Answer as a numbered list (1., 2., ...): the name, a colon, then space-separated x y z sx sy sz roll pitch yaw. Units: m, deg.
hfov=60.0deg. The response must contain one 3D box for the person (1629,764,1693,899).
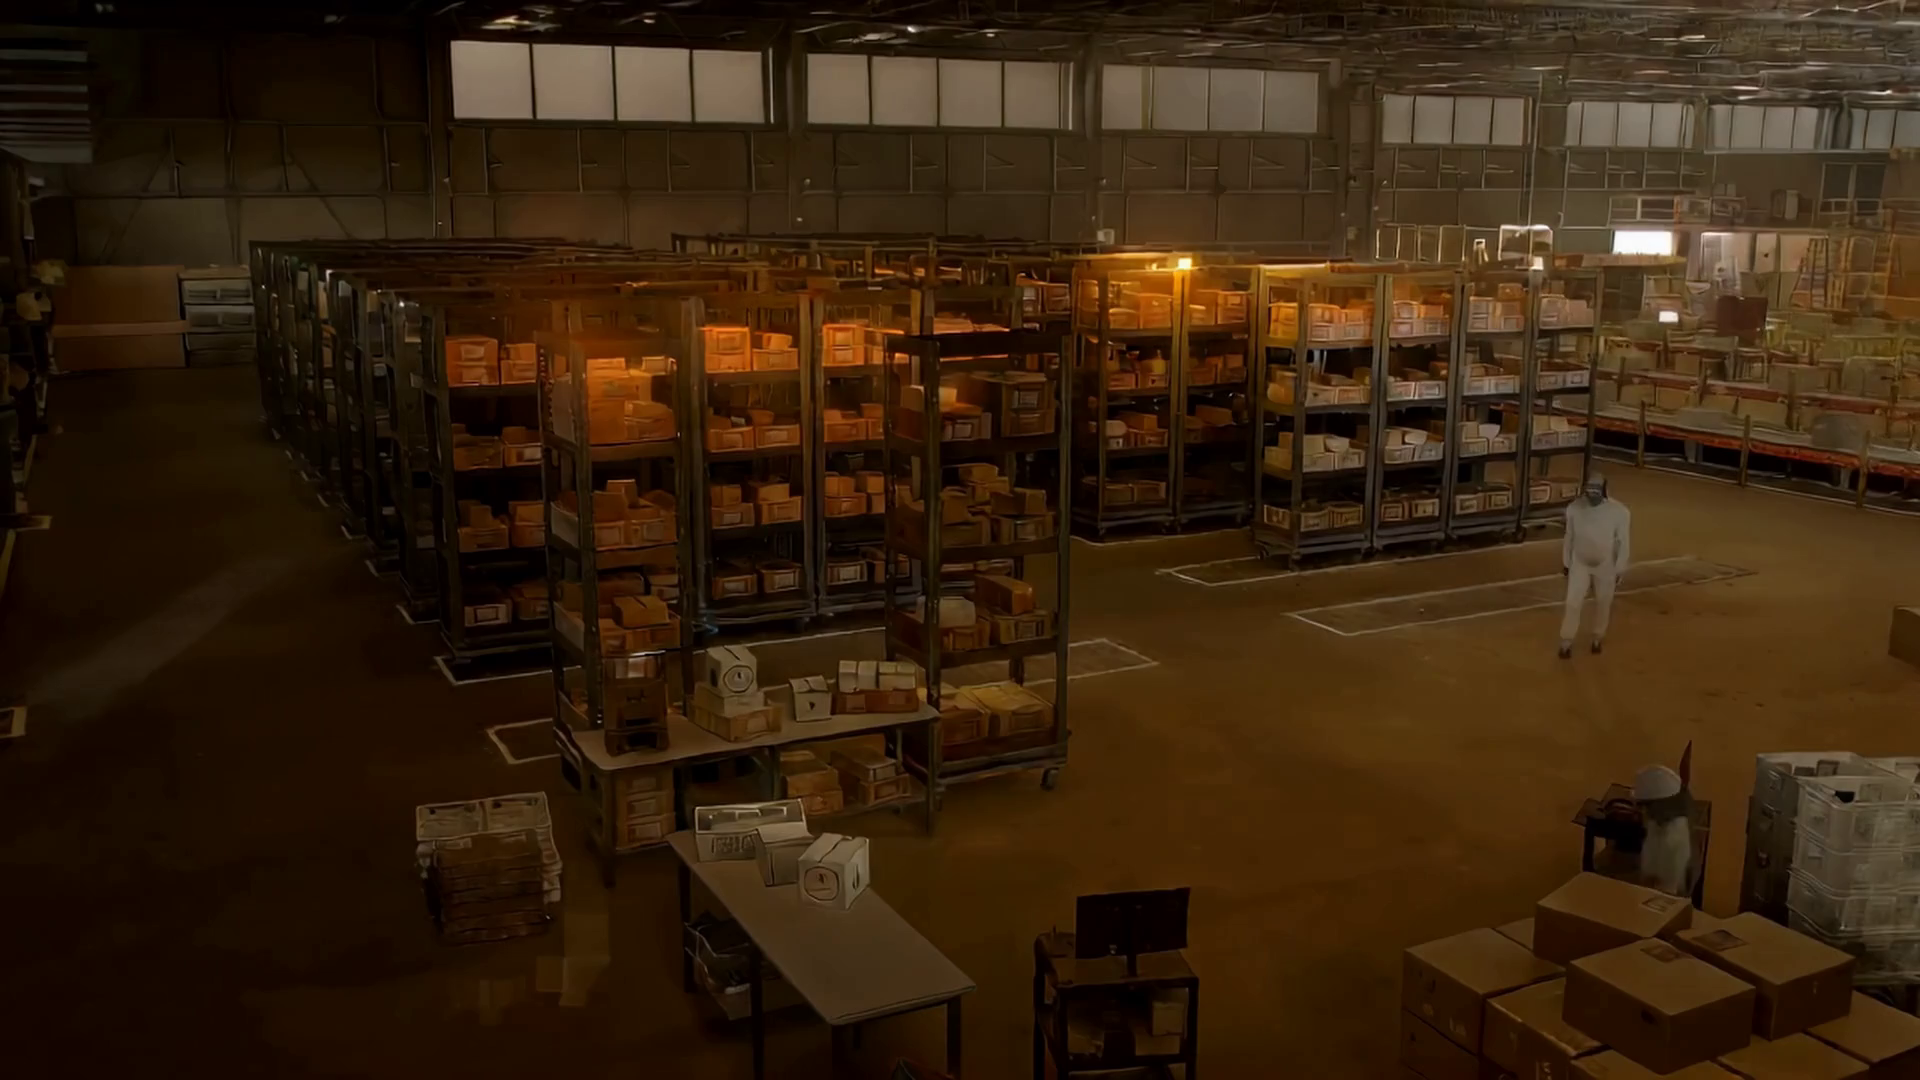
1. person: 3.763 2.012 8.841 0.507 1.713 0.553 4 13 17

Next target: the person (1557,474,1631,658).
1. person: 6.319 0.275 16.621 0.657 1.863 0.932 6 14 28

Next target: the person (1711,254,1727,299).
1. person: 31.370 -10.882 68.754 0.587 1.882 0.342 6 13 26

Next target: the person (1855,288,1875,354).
1. person: 25.138 -6.067 46.298 0.561 1.855 0.400 -3 12 -13

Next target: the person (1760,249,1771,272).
1. person: 35.154 -11.743 72.672 0.356 1.930 0.589 5 13 21
